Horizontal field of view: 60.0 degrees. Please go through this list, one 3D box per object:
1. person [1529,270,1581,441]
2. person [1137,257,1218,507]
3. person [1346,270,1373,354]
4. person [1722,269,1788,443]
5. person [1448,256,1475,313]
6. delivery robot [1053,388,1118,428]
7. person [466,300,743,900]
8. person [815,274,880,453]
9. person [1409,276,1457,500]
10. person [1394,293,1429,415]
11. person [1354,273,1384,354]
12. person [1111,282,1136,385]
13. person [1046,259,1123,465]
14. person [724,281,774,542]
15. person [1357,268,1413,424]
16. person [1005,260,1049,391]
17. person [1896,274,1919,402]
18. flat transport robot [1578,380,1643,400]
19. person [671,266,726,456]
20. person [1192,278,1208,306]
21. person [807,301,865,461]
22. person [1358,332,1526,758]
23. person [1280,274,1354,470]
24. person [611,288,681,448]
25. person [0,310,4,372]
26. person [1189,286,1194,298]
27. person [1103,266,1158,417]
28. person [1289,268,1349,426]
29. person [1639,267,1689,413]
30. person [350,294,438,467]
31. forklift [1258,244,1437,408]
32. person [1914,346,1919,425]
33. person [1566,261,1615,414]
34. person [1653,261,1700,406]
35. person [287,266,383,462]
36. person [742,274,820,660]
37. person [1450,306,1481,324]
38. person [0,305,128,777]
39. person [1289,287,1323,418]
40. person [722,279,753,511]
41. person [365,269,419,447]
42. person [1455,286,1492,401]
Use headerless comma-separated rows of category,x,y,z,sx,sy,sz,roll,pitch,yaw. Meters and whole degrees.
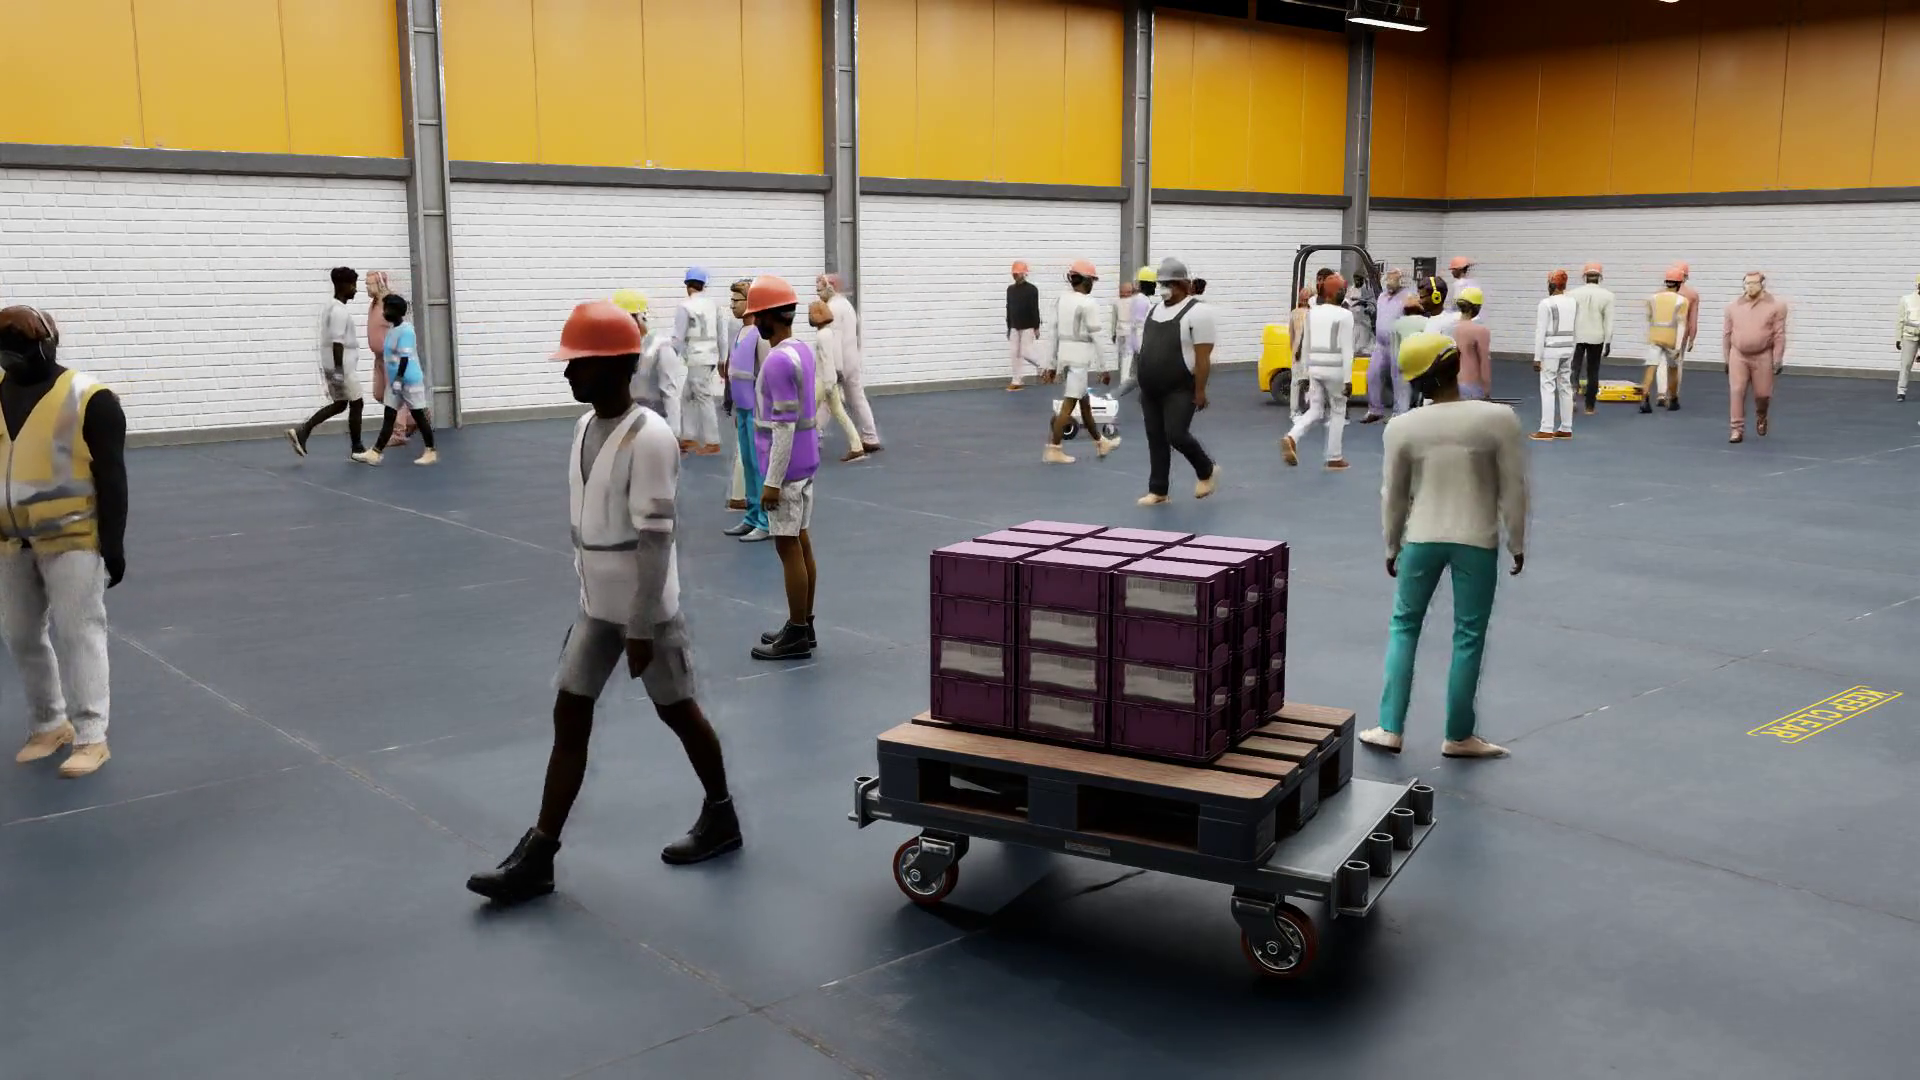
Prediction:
person,6.550,-2.025,18.290,0.575,1.877,0.346,-5,11,-27
person,1.716,-1.276,13.408,0.636,2.000,0.689,-7,12,-37
person,6.957,-3.791,28.911,0.983,1.785,0.636,-9,13,-43
person,8.635,-2.002,18.120,0.648,1.880,0.647,6,11,32
person,7.605,-3.335,25.517,0.733,2.017,0.639,9,13,43
delivery robot,1.398,-1.452,18.511,0.707,0.478,0.477,0,10,-2
person,-1.103,0.187,5.307,0.980,1.884,0.561,-9,13,-42
person,-1.270,-1.798,17.055,0.986,1.840,0.647,3,10,16
person,3.847,-1.208,13.532,0.333,1.863,0.532,0,10,-2
person,5.024,-1.906,18.329,0.496,1.604,0.569,-8,12,-38
person,6.794,-3.673,27.853,0.878,1.912,0.638,-2,10,-11
person,2.632,-3.129,25.496,0.532,1.616,0.645,9,13,43
person,1.239,-1.733,16.250,1.062,1.976,0.651,-6,11,-32
person,-1.461,-0.914,11.858,0.389,1.846,0.565,-5,11,-25
person,5.123,-2.305,19.908,0.721,1.874,0.661,-6,11,-31
person,0.988,-3.217,24.992,0.664,1.975,0.612,-8,13,-41
person,13.318,-2.813,23.061,0.596,1.823,0.403,6,11,32
flat transport robot,9.245,-2.134,23.606,0.652,0.197,1.431,1,10,8
person,-2.718,-1.803,16.873,0.661,1.912,0.577,2,10,12
person,3.694,-3.378,26.815,0.658,1.666,0.322,8,13,40
person,-1.340,-1.544,16.316,0.870,1.583,0.495,0,10,2
person,1.924,0.040,6.657,0.628,1.724,0.354,5,11,29
person,3.388,-1.553,15.579,0.778,1.861,0.584,-8,12,-39
person,-2.116,-0.769,11.107,0.653,1.813,0.491,5,11,29
person,-7.608,-1.119,13.083,0.629,1.840,0.429,7,12,35
person,3.357,-3.064,25.136,0.499,1.615,0.627,10,14,44
person,2.189,-2.403,20.412,0.759,1.901,0.594,1,10,4
person,4.250,-2.257,19.640,0.998,1.867,0.592,-5,11,-27
person,9.124,-2.583,21.547,0.542,1.887,1.026,8,13,40
person,-5.420,-1.514,15.899,0.786,1.650,0.541,-8,13,-41
forklift,5.256,-2.933,22.661,2.313,2.155,1.214,3,10,16
person,11.587,-2.183,19.688,0.806,1.705,0.484,-3,10,-16
person,7.939,-2.547,21.079,0.624,1.969,0.773,4,11,24
person,9.669,-2.796,22.563,0.605,1.958,0.996,3,10,19
person,-6.121,-1.699,16.209,0.783,1.933,0.623,-6,11,-31
person,-0.902,-0.358,8.362,0.374,1.930,0.542,1,10,7
person,5.846,-2.077,19.315,0.368,1.625,0.528,-4,11,-23
person,-3.593,0.004,6.532,0.637,1.848,0.429,0,10,3
person,4.314,-2.326,20.732,0.307,1.641,0.514,-8,12,-38
person,-1.587,-1.160,13.295,0.729,1.840,0.553,-9,13,-42
person,-6.051,-1.940,17.748,0.507,1.886,0.671,-8,13,-39
person,4.590,-1.429,15.143,0.387,1.750,0.540,-8,12,-39
